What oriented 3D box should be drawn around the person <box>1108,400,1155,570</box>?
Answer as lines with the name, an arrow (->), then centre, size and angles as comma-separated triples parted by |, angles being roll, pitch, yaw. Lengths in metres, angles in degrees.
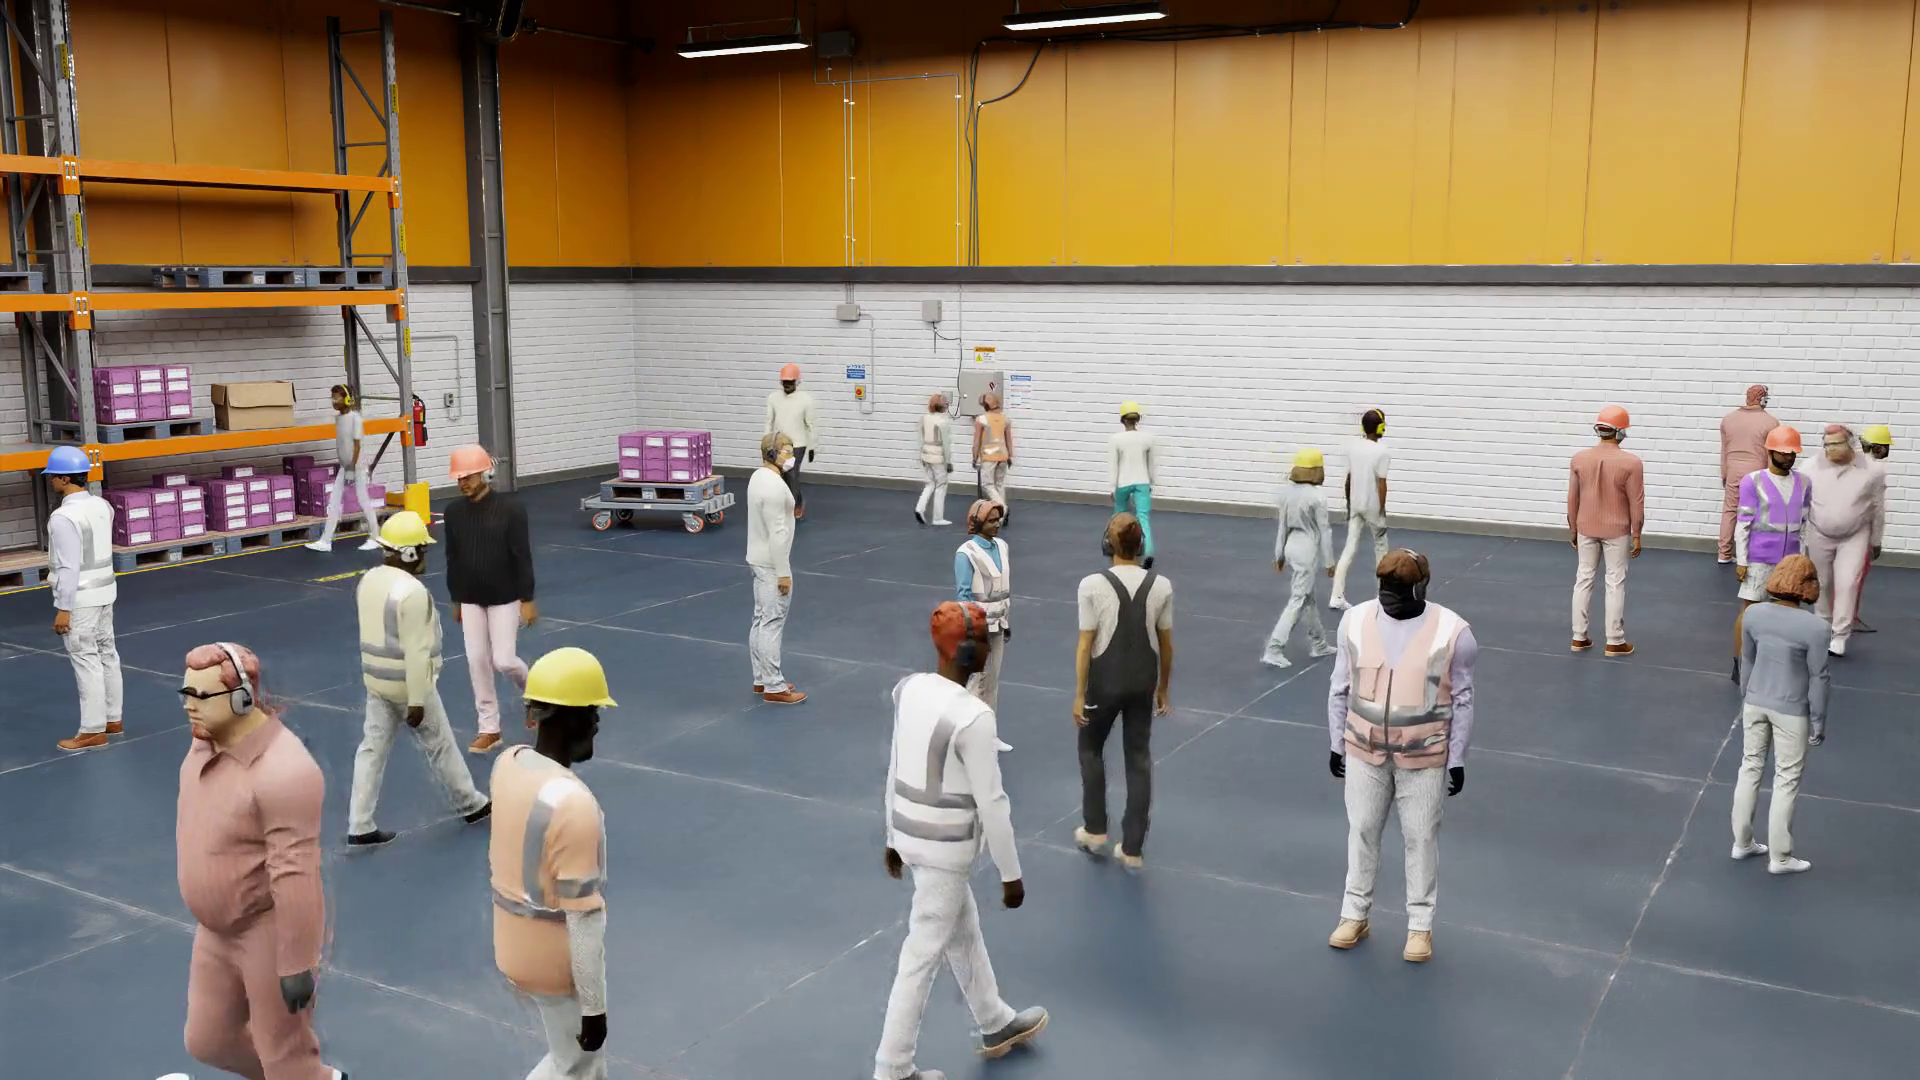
person -> 1.785, -0.573, 17.155 | 0.519, 1.732, 0.852 | -1, 9, -5

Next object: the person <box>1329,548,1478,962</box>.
person -> 1.934, 0.942, 7.369 | 0.629, 1.840, 0.429 | 5, 10, 28

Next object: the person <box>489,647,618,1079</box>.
person -> -1.246, 1.274, 5.078 | 0.500, 1.905, 0.607 | -7, 11, -36

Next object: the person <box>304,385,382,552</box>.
person -> -6.705, -0.759, 18.036 | 0.511, 1.829, 0.915 | 7, 11, 36

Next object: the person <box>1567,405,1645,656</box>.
person -> 5.134, -0.074, 13.227 | 0.612, 1.995, 0.382 | 9, 13, 44

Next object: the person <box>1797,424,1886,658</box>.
person -> 6.942, 0.004, 13.187 | 0.668, 1.855, 0.999 | 6, 11, 31

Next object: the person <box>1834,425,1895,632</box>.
person -> 7.704, -0.101, 14.146 | 0.349, 1.759, 0.522 | 1, 9, 9

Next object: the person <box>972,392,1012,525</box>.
person -> 0.446, -0.964, 19.941 | 0.538, 1.615, 0.569 | -7, 11, -37

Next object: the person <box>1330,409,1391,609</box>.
person -> 3.685, -0.280, 15.074 | 0.962, 1.826, 0.540 | -8, 12, -40

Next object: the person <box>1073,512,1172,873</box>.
person -> 0.806, 0.756, 8.570 | 0.557, 1.819, 0.684 | -2, 9, -13

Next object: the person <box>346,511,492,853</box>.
person -> -2.902, 0.730, 8.844 | 0.609, 1.781, 0.920 | 8, 12, 40

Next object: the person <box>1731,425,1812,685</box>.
person -> 5.962, 0.122, 12.179 | 0.551, 1.935, 0.375 | -1, 9, -7

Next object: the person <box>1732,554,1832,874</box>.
person -> 4.173, 0.874, 8.466 | 0.274, 1.627, 0.498 | -5, 10, -27

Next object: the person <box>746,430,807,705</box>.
person -> -1.319, 0.193, 11.749 | 0.374, 1.936, 0.627 | -3, 10, -18

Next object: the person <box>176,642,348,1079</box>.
person -> -2.230, 1.241, 5.336 | 0.661, 1.894, 0.491 | 7, 11, 36

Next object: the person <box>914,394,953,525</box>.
person -> -0.314, -0.948, 19.894 | 0.500, 1.607, 0.560 | -7, 11, -35

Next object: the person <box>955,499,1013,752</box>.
person -> 0.148, 0.556, 10.400 | 0.307, 1.639, 0.525 | 6, 11, 33

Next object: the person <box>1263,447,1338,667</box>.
person -> 2.668, 0.123, 12.919 | 0.871, 1.701, 0.497 | -5, 10, -28

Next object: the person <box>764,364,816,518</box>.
person -> -2.044, -1.176, 20.234 | 0.613, 1.961, 0.934 | 3, 10, 19

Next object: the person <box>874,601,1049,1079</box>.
person -> 0.035, 1.134, 6.158 | 0.925, 1.837, 0.600 | -5, 10, -28

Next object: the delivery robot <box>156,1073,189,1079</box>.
delivery robot -> -2.417, 1.893, 5.135 | 0.707, 0.478, 0.477 | -3, 9, -16

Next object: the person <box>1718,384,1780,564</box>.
person -> 8.167, -0.659, 17.184 | 0.403, 1.900, 0.644 | -6, 11, -34

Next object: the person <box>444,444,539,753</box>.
person -> -2.979, 0.358, 10.603 | 0.629, 1.969, 0.565 | 3, 9, 16

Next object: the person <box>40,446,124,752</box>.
person -> -5.591, 0.369, 10.604 | 0.388, 1.947, 0.613 | -1, 9, -4
